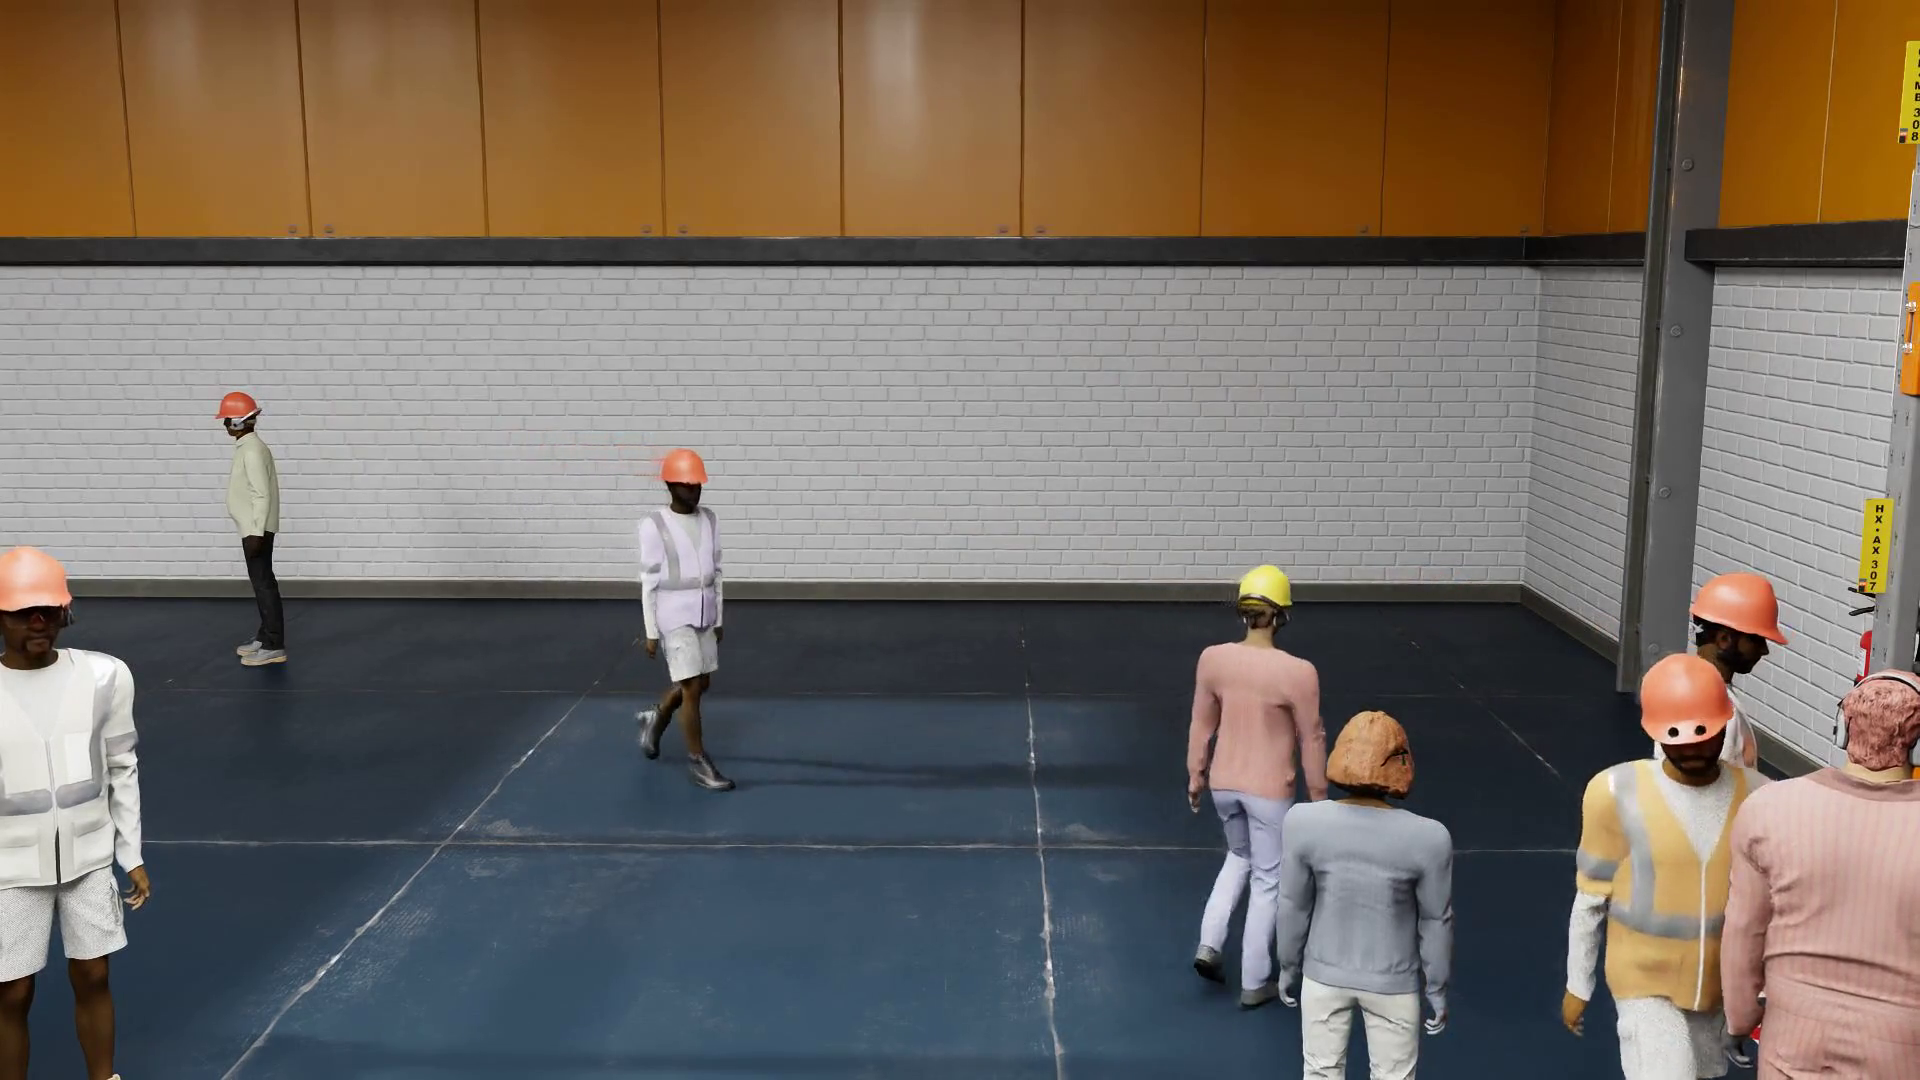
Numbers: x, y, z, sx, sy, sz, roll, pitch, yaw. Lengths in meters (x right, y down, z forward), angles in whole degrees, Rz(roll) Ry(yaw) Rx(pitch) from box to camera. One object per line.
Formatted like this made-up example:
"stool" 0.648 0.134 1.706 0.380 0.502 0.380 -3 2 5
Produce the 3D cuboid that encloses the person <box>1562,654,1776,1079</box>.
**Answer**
"person" 2.030 1.231 4.585 0.635 1.882 0.967 0 9 1

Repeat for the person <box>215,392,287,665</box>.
"person" -5.164 -0.086 12.131 0.391 1.990 0.621 -5 11 -26

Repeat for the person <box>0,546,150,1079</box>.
"person" -2.905 1.028 5.301 0.608 2.047 0.365 -9 13 -43

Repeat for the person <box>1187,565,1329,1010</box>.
"person" 1.172 0.970 6.541 0.543 1.750 0.372 9 13 43

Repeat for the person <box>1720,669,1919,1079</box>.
"person" 2.309 1.268 4.278 0.655 1.906 0.407 7 12 36

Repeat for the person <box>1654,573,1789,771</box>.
"person" 2.459 1.058 5.475 0.375 1.927 0.543 1 10 8

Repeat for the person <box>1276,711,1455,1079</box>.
"person" 1.182 1.302 4.890 0.507 1.631 0.278 4 10 22

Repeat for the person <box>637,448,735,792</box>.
"person" -1.582 0.422 9.354 0.825 1.917 0.546 8 12 39
